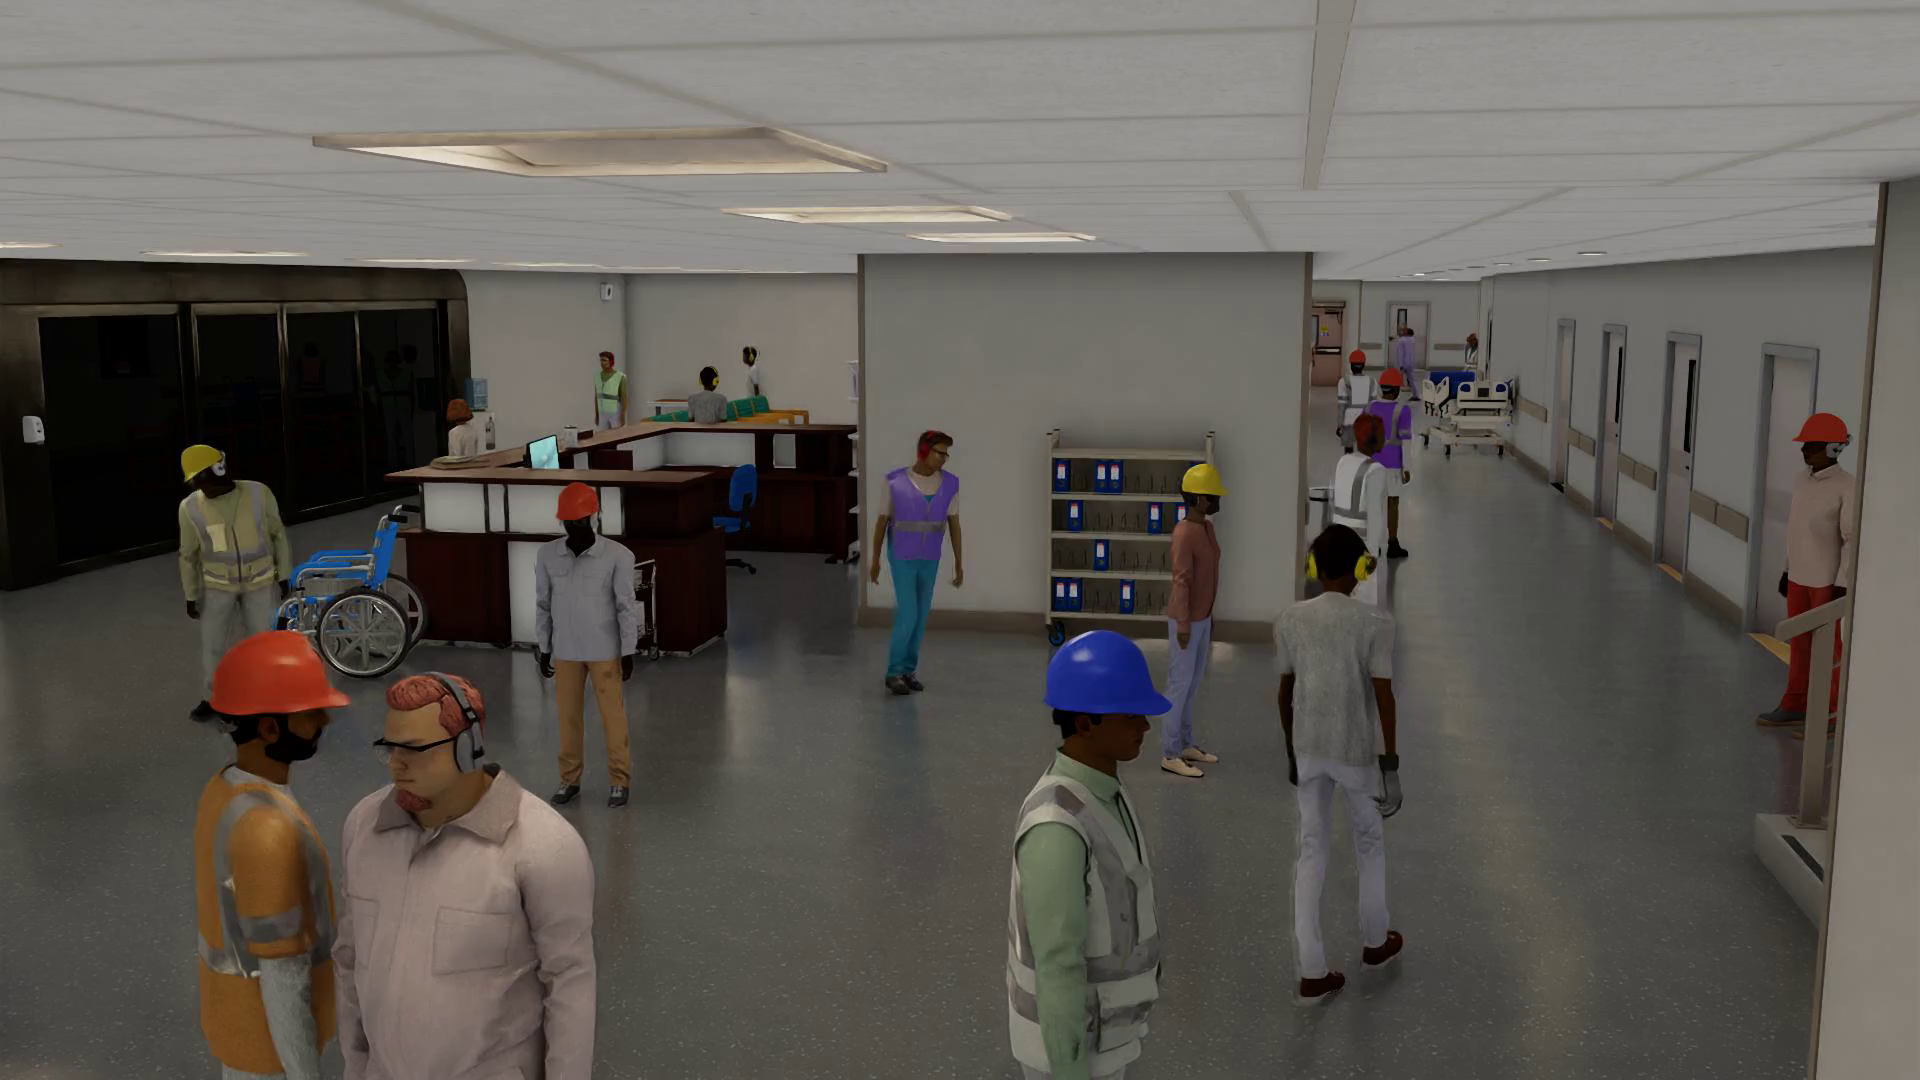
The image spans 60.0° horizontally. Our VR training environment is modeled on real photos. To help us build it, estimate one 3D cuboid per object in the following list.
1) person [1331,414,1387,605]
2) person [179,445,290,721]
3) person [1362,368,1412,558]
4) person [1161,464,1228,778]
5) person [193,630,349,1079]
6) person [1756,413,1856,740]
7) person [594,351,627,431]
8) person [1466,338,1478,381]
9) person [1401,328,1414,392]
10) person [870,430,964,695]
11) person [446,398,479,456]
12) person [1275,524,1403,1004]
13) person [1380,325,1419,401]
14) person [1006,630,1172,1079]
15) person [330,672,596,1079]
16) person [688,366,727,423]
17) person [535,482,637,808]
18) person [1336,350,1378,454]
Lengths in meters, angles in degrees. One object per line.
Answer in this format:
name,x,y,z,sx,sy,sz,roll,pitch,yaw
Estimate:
person,2.758,0.035,11.848,0.646,1.869,0.588,-3,9,-17
person,-4.593,0.278,10.529,0.663,1.780,0.420,-4,9,-25
person,4.374,-0.786,17.034,0.548,1.936,0.378,8,12,42
person,1.346,0.445,9.441,0.327,1.767,0.533,4,9,25
person,-1.634,1.174,4.037,0.369,1.936,0.546,-6,10,-33
person,5.224,0.220,10.168,0.381,1.996,0.608,-1,9,-7
person,-5.089,-1.831,24.275,0.565,1.846,0.388,4,10,27
person,11.930,-3.876,38.581,0.323,1.630,0.503,-3,9,-18
person,12.029,-4.826,44.635,0.317,1.700,0.538,2,9,11
person,-0.295,0.147,11.277,0.580,1.803,0.548,-5,10,-31
person,-5.081,-0.629,17.002,0.279,1.634,0.498,2,9,11
person,1.529,0.852,6.567,0.578,1.819,0.841,5,10,31
person,10.947,-4.366,41.089,0.643,1.852,1.011,-7,11,-37
person,0.301,1.173,4.001,0.387,1.948,0.602,2,9,12
person,-1.147,1.229,3.768,0.651,1.906,0.401,3,9,19
person,-2.872,-1.058,19.089,0.534,1.864,0.309,2,9,15
person,-1.979,0.557,8.774,0.563,1.742,0.361,2,9,10
person,5.308,-1.581,22.319,0.551,1.935,0.372,-1,9,-7
